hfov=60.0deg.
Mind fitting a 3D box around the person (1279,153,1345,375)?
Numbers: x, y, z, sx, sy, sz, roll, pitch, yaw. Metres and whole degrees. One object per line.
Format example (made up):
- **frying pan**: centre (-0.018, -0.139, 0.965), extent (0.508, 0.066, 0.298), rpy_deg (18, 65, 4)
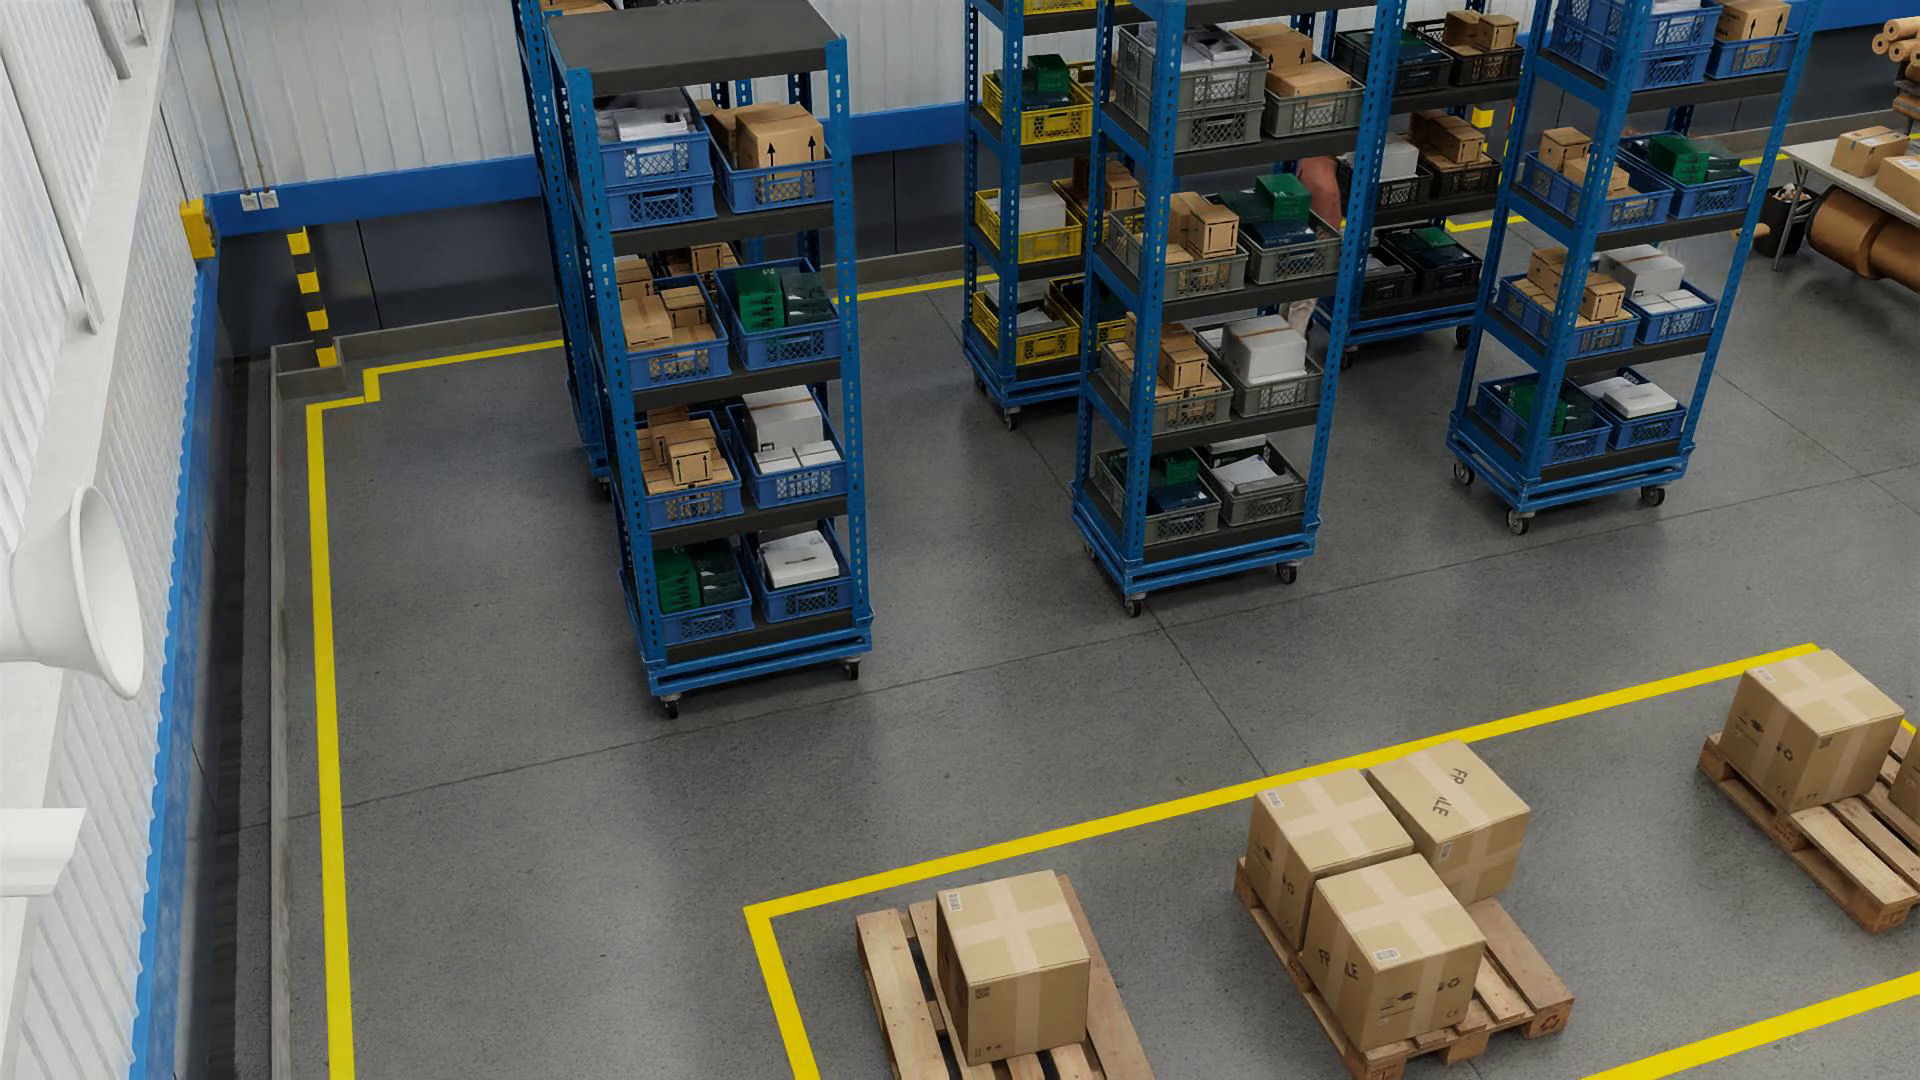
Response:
- **person**: centre (2.422, -2.000, 11.396), extent (0.395, 1.988, 0.619), rpy_deg (1, 35, 1)
